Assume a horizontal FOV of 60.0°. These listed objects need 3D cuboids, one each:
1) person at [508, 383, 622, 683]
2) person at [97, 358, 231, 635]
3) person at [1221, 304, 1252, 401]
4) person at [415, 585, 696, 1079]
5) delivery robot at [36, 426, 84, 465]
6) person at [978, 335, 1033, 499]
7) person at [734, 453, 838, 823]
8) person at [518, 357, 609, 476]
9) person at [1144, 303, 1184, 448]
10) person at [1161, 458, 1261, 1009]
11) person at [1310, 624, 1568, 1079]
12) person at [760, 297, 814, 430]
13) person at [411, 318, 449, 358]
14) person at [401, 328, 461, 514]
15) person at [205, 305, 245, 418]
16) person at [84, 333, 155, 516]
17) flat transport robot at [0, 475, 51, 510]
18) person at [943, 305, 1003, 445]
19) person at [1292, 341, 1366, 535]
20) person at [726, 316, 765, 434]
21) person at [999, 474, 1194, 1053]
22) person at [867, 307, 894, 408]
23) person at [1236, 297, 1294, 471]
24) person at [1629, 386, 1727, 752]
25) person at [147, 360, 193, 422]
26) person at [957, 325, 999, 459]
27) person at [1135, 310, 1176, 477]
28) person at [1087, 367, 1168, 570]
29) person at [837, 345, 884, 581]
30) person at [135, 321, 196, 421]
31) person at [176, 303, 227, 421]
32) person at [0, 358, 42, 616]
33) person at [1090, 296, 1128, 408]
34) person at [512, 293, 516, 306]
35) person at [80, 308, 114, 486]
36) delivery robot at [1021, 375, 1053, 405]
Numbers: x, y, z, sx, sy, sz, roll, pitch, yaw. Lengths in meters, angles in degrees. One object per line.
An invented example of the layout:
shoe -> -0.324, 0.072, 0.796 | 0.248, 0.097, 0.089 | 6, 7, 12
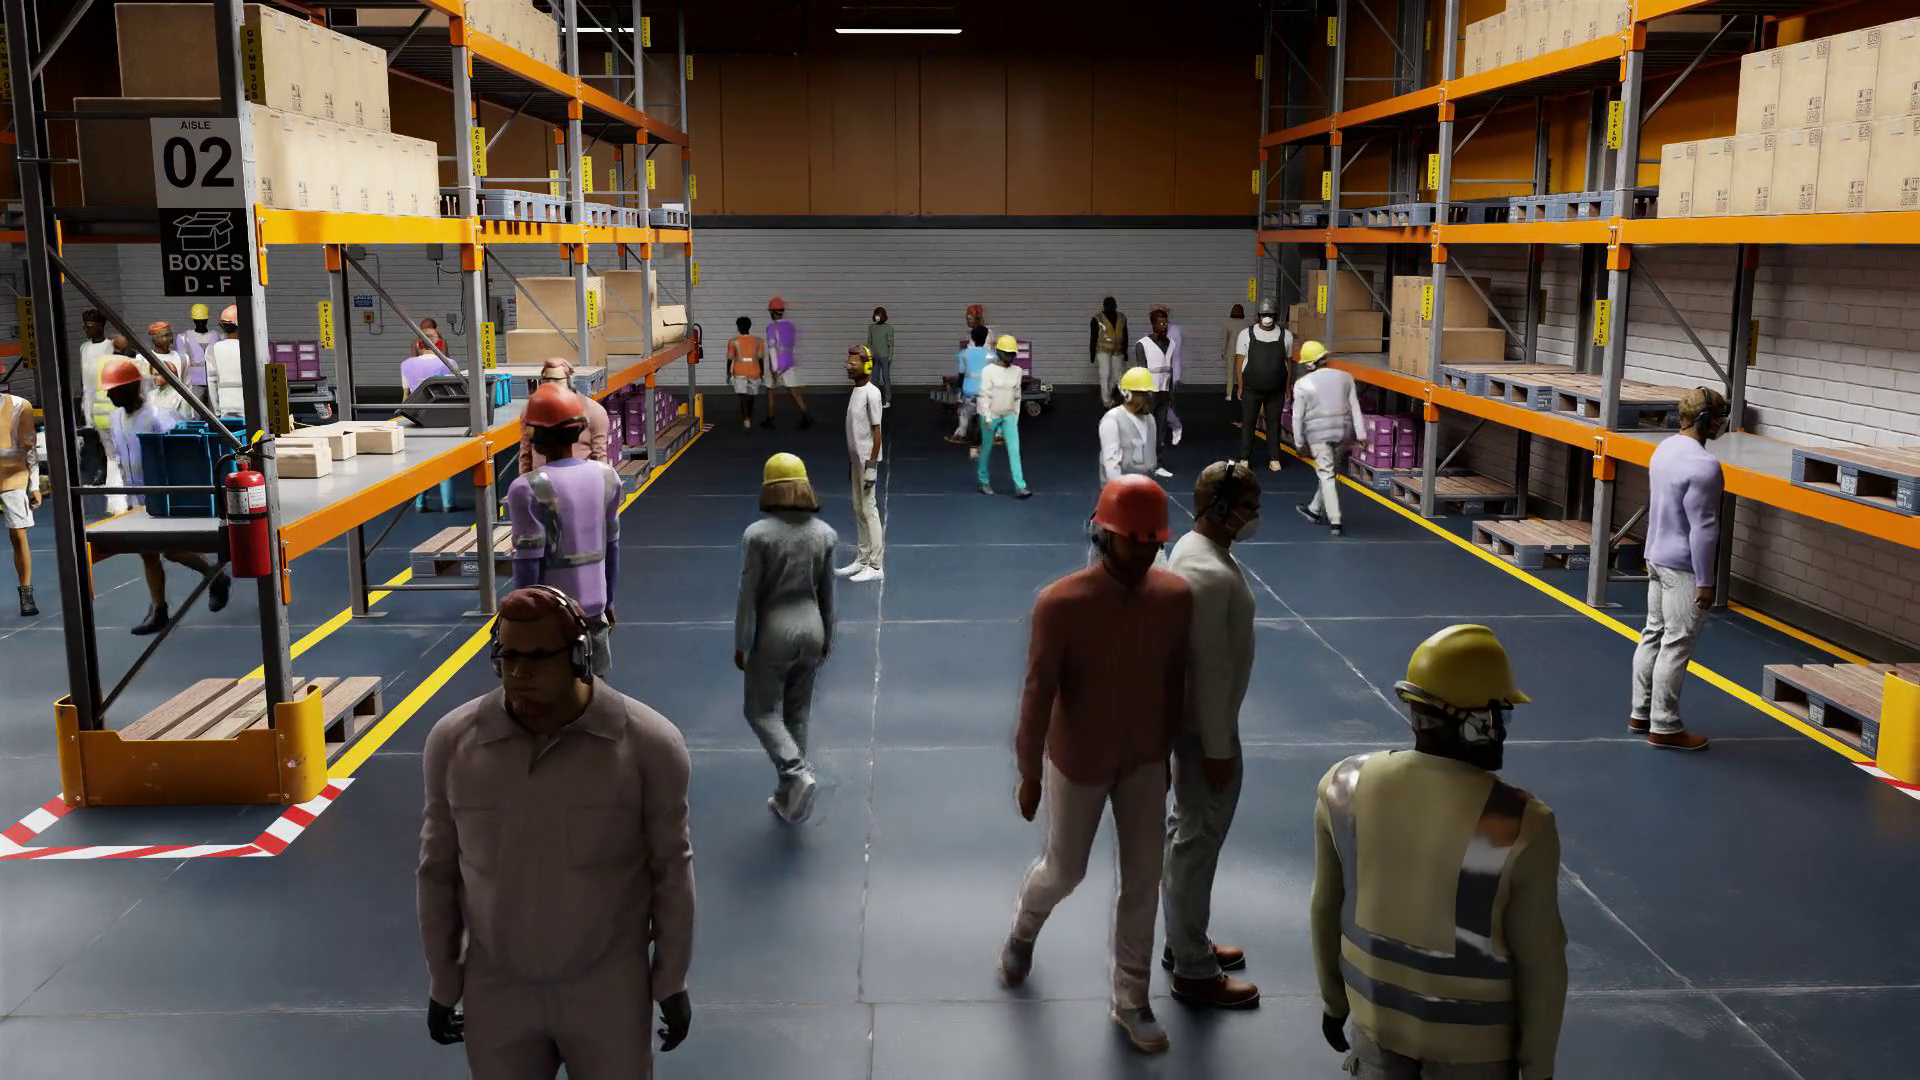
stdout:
person -> -1.822, 0.302, 7.645 | 0.365, 2.048, 0.608 | 7, 12, 34
person -> -5.525, -0.315, 11.482 | 0.561, 1.907, 0.730 | 5, 11, 25
person -> 4.675, -3.167, 28.123 | 0.507, 1.632, 0.268 | 1, 10, 6
person -> -0.955, 1.039, 3.934 | 0.650, 1.906, 0.401 | 0, 10, 0
delivery robot -> -10.524, -1.069, 19.181 | 0.707, 0.478, 0.477 | -3, 11, -16
person -> 0.442, -1.283, 17.402 | 0.544, 1.705, 0.922 | -5, 11, -27
person -> -0.765, 0.469, 7.637 | 0.533, 1.711, 0.567 | -7, 12, -33
person -> -2.740, -0.310, 11.483 | 0.635, 1.899, 0.398 | 1, 10, 5
person -> 2.611, -2.112, 21.527 | 0.475, 1.890, 0.676 | -7, 13, -36
person -> 0.886, 0.671, 5.913 | 0.372, 1.934, 0.627 | 1, 10, 3
person -> 1.103, 1.094, 3.841 | 0.600, 1.827, 0.404 | 9, 14, 41
person -> -2.499, -2.508, 23.737 | 0.946, 1.903, 0.551 | 9, 14, 42
person -> -7.236, -2.211, 22.775 | 0.512, 1.642, 0.311 | -1, 10, -6
person -> -5.211, -1.168, 16.437 | 0.567, 1.837, 0.387 | -1, 10, -3
person -> -7.261, -1.337, 16.791 | 0.607, 2.044, 0.372 | 1, 10, 7
person -> -8.152, -1.111, 16.220 | 0.632, 1.800, 0.619 | 0, 10, -2
flat transport robot -> -9.825, -0.492, 17.020 | 0.652, 0.197, 1.431 | -1, 10, -3
person -> 0.177, -2.157, 21.923 | 0.880, 1.847, 0.582 | -3, 11, -18
person -> 3.389, -0.959, 15.462 | 0.652, 1.762, 0.907 | -2, 10, -13
person -> -3.010, -2.329, 23.440 | 0.532, 1.638, 0.928 | -3, 11, -17
person -> 0.443, 0.706, 5.692 | 0.636, 1.956, 0.814 | -4, 11, -22
person -> -1.298, -2.954, 26.932 | 0.500, 1.636, 0.282 | 6, 12, 30
person -> 3.574, -1.819, 19.479 | 0.676, 2.000, 0.536 | 0, 10, 2
person -> 3.826, 0.150, 8.821 | 0.358, 1.931, 0.628 | 0, 10, 2
person -> -7.018, -0.778, 14.792 | 0.512, 1.642, 0.312 | 5, 11, 24
person -> 0.256, -1.845, 20.709 | 0.543, 1.641, 0.885 | 3, 11, 19
person -> 2.215, -1.658, 18.925 | 0.591, 1.918, 0.383 | -9, 13, -40
person -> 1.264, -0.358, 12.063 | 0.604, 1.775, 0.962 | -9, 14, -42
person -> -0.788, -0.612, 13.215 | 0.321, 1.876, 0.532 | -4, 11, -23
person -> -8.002, -1.256, 16.778 | 0.352, 1.884, 0.580 | 8, 13, 39
person -> -9.361, -1.966, 20.625 | 0.594, 1.922, 0.385 | -7, 12, -33
person -> -6.856, -0.395, 11.841 | 0.550, 1.933, 0.370 | -5, 11, -27
person -> 2.381, -3.060, 27.055 | 0.644, 1.813, 0.646 | -4, 11, -22
person -> -6.335, -2.671, 24.353 | 0.390, 1.992, 0.624 | -6, 12, -29
person -> -9.301, -1.523, 18.037 | 0.606, 1.966, 0.367 | 4, 11, 20
delivery robot -> 1.111, -2.391, 26.543 | 0.707, 0.478, 0.477 | 6, 12, 32
